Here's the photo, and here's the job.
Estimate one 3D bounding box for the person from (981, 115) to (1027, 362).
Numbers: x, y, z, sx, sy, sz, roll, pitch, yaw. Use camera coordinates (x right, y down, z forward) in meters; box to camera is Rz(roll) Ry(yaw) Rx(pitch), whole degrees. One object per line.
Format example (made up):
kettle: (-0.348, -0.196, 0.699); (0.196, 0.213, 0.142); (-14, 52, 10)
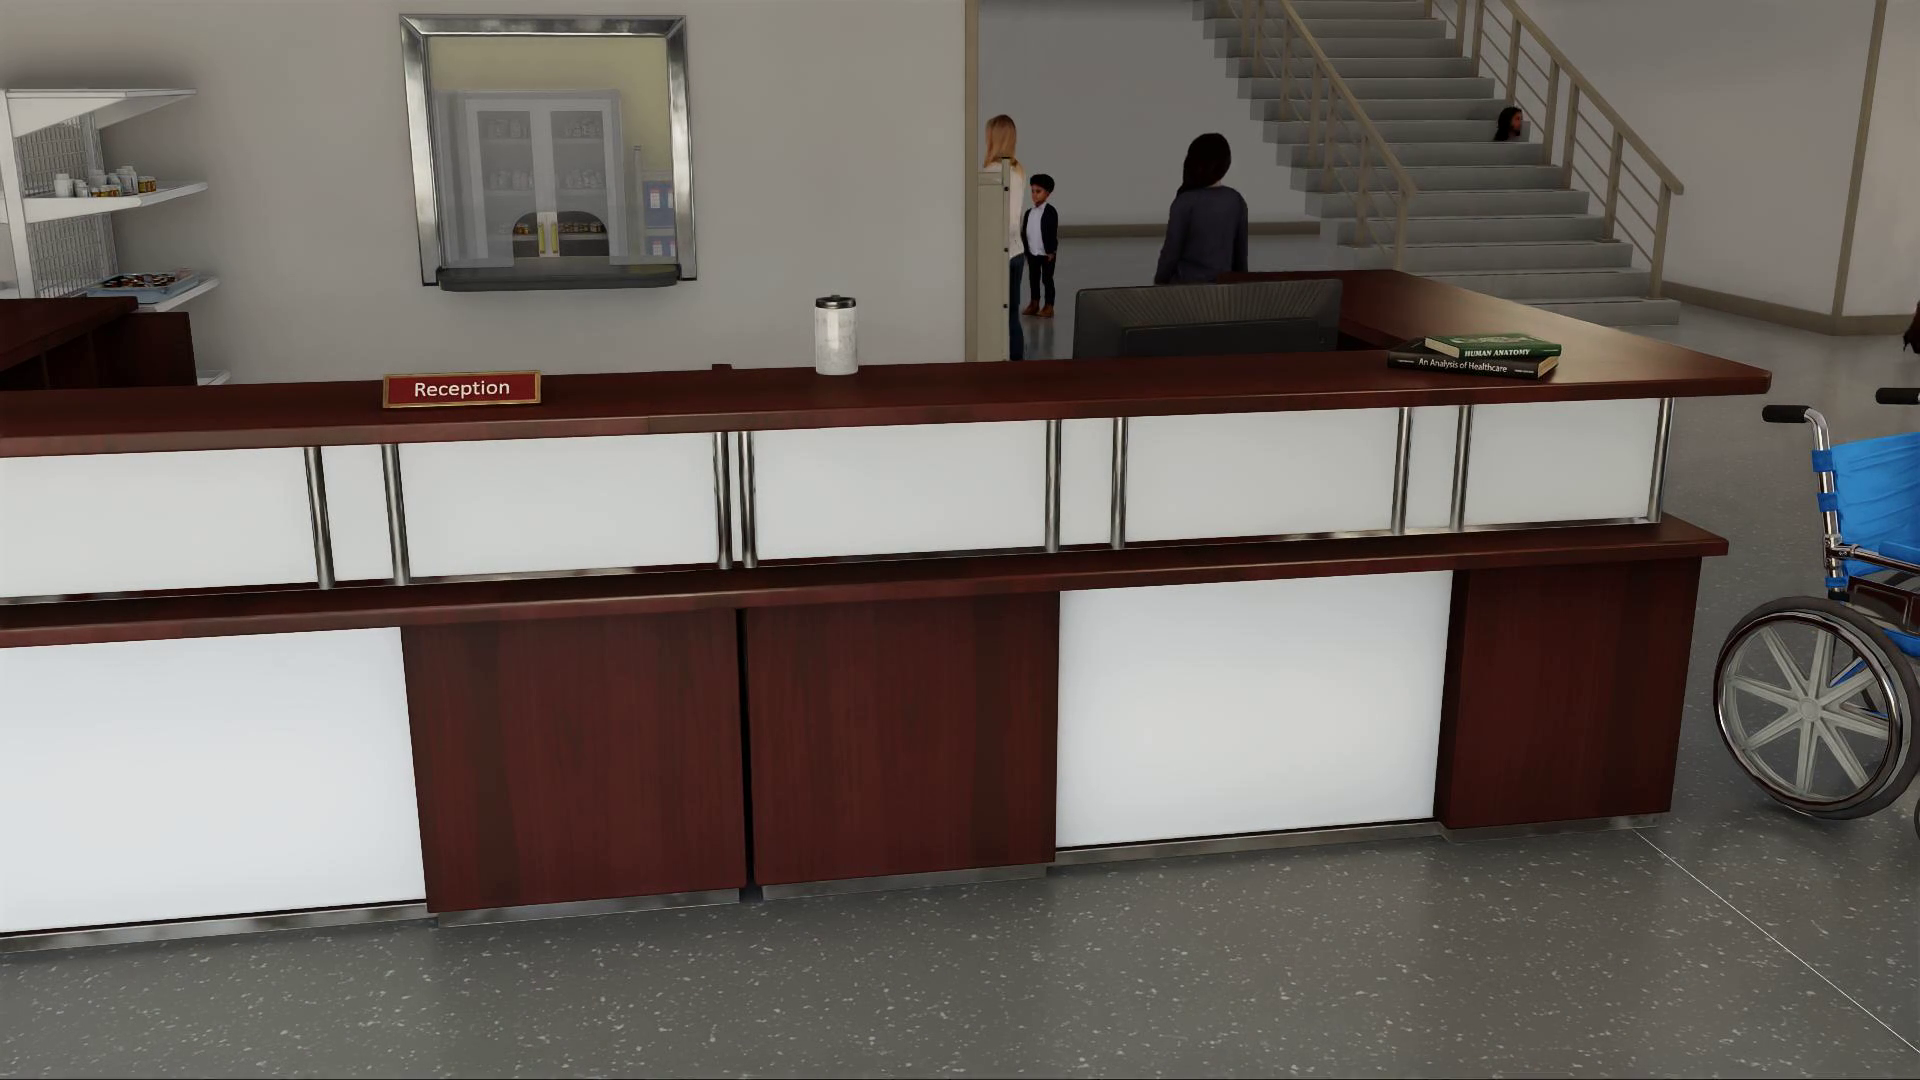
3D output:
person: (0.300, -1.743, 10.478); (0.861, 1.799, 0.807); (14, 21, 40)

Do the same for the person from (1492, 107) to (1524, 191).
person: (5.310, -3.403, 16.505); (0.694, 1.725, 0.709); (-10, 19, -32)

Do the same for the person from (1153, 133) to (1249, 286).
person: (1.314, -1.200, 8.699); (0.852, 1.721, 1.163); (-8, 18, -27)

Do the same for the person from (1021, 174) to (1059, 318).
person: (0.709, -2.551, 14.407); (0.571, 1.223, 0.636); (12, 19, 36)
